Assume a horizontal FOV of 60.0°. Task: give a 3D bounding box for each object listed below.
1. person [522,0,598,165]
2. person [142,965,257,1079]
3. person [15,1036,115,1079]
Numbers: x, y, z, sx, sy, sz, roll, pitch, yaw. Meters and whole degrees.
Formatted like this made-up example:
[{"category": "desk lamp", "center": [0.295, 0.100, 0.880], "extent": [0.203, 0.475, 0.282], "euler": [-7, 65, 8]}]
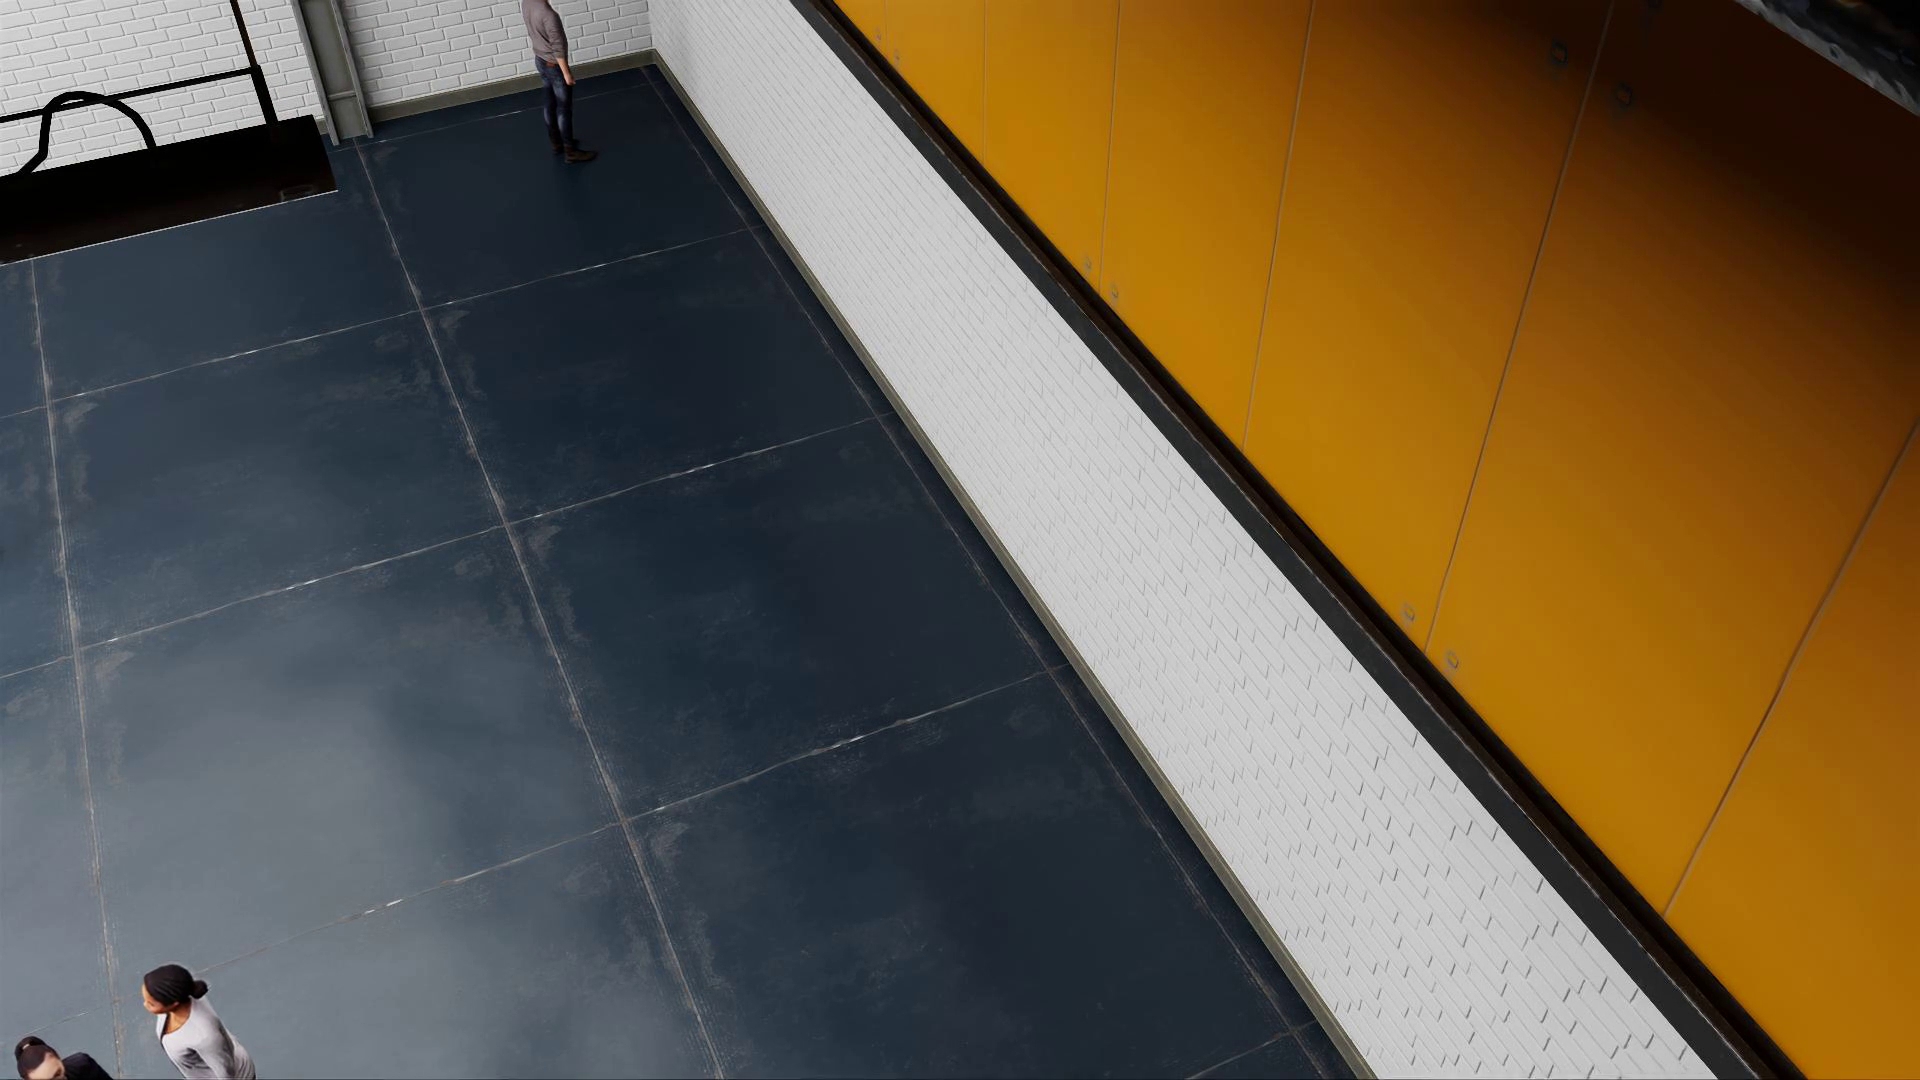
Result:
[{"category": "person", "center": [-3.815, -4.447, 15.549], "extent": [0.677, 1.899, 0.749], "euler": [-30, 51, -28]}, {"category": "person", "center": [-3.667, 2.621, 8.248], "extent": [0.634, 1.736, 0.698], "euler": [-32, 52, -29]}, {"category": "person", "center": [-4.136, 2.886, 7.988], "extent": [0.692, 1.710, 0.589], "euler": [23, 48, 22]}]
